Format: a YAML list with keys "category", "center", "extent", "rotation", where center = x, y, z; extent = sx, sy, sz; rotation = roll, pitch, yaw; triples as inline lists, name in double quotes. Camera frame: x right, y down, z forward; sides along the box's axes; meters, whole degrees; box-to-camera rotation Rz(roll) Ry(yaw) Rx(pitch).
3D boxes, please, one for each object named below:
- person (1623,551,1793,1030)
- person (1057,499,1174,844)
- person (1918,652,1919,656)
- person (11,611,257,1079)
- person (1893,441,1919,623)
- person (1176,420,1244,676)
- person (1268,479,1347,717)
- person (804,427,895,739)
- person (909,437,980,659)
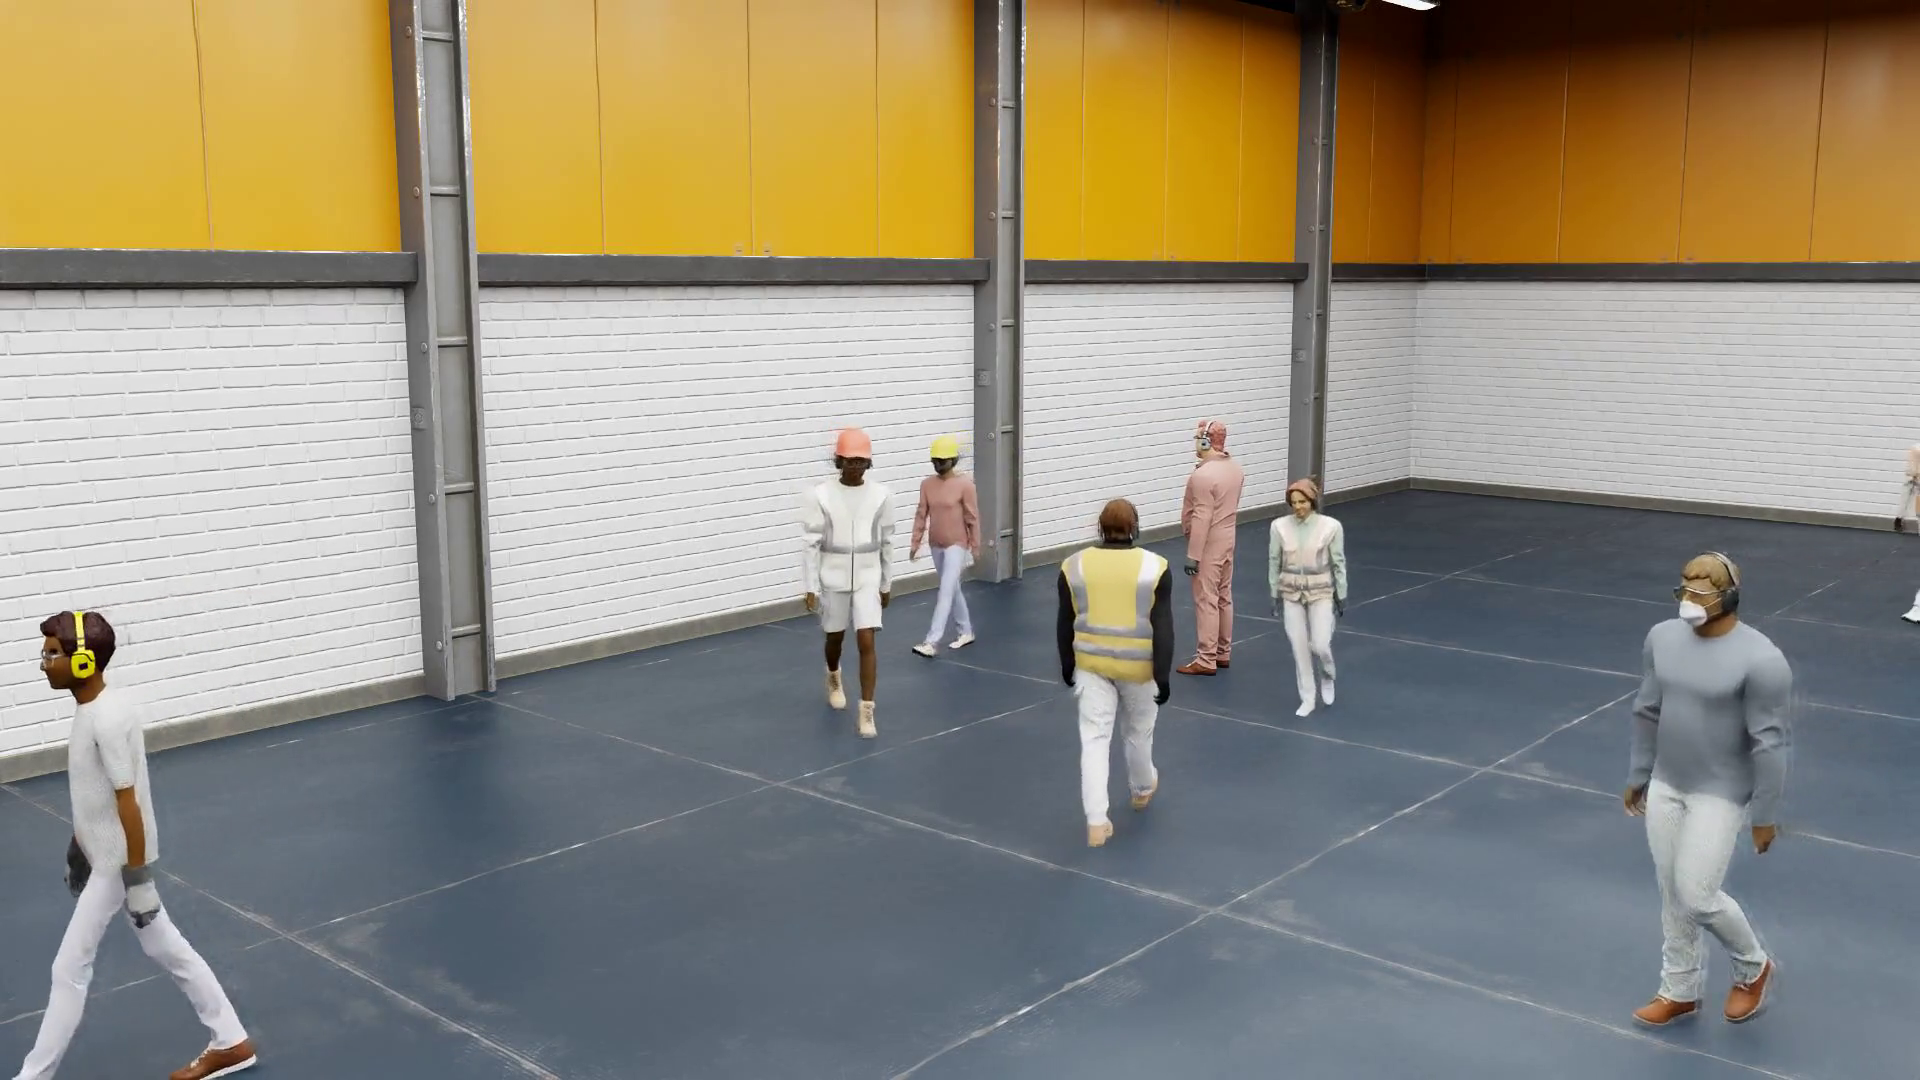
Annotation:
- category: "person"
  center: [2.908, 0.990, 6.509]
  extent: [0.478, 1.928, 0.639]
  rotation: [-3, 10, -20]
- category: "person"
  center: [0.846, 0.664, 8.958]
  extent: [0.658, 1.788, 0.962]
  rotation: [3, 9, 16]
- category: "person"
  center: [7.625, 0.108, 12.758]
  extent: [0.315, 1.696, 0.541]
  rotation: [0, 9, 1]
- category: "person"
  center: [-3.069, 1.136, 5.930]
  extent: [1.006, 1.813, 0.535]
  rotation: [-5, 10, -27]
- category: "person"
  center: [8.252, -0.227, 14.204]
  extent: [0.833, 1.897, 0.613]
  rotation: [-4, 10, -24]
- category: "person"
  center: [1.851, 0.056, 12.427]
  extent: [0.408, 1.908, 0.642]
  rotation: [6, 11, 32]
- category: "person"
  center: [2.347, 0.389, 11.238]
  extent: [0.521, 1.620, 0.394]
  rotation: [4, 10, 26]
- category: "person"
  center: [-0.734, 0.236, 11.020]
  extent: [0.612, 2.010, 0.980]
  rotation: [-2, 9, -10]
- category: "person"
  center: [-0.142, 0.053, 13.006]
  extent: [0.549, 1.713, 0.895]
  rotation: [7, 11, 37]
